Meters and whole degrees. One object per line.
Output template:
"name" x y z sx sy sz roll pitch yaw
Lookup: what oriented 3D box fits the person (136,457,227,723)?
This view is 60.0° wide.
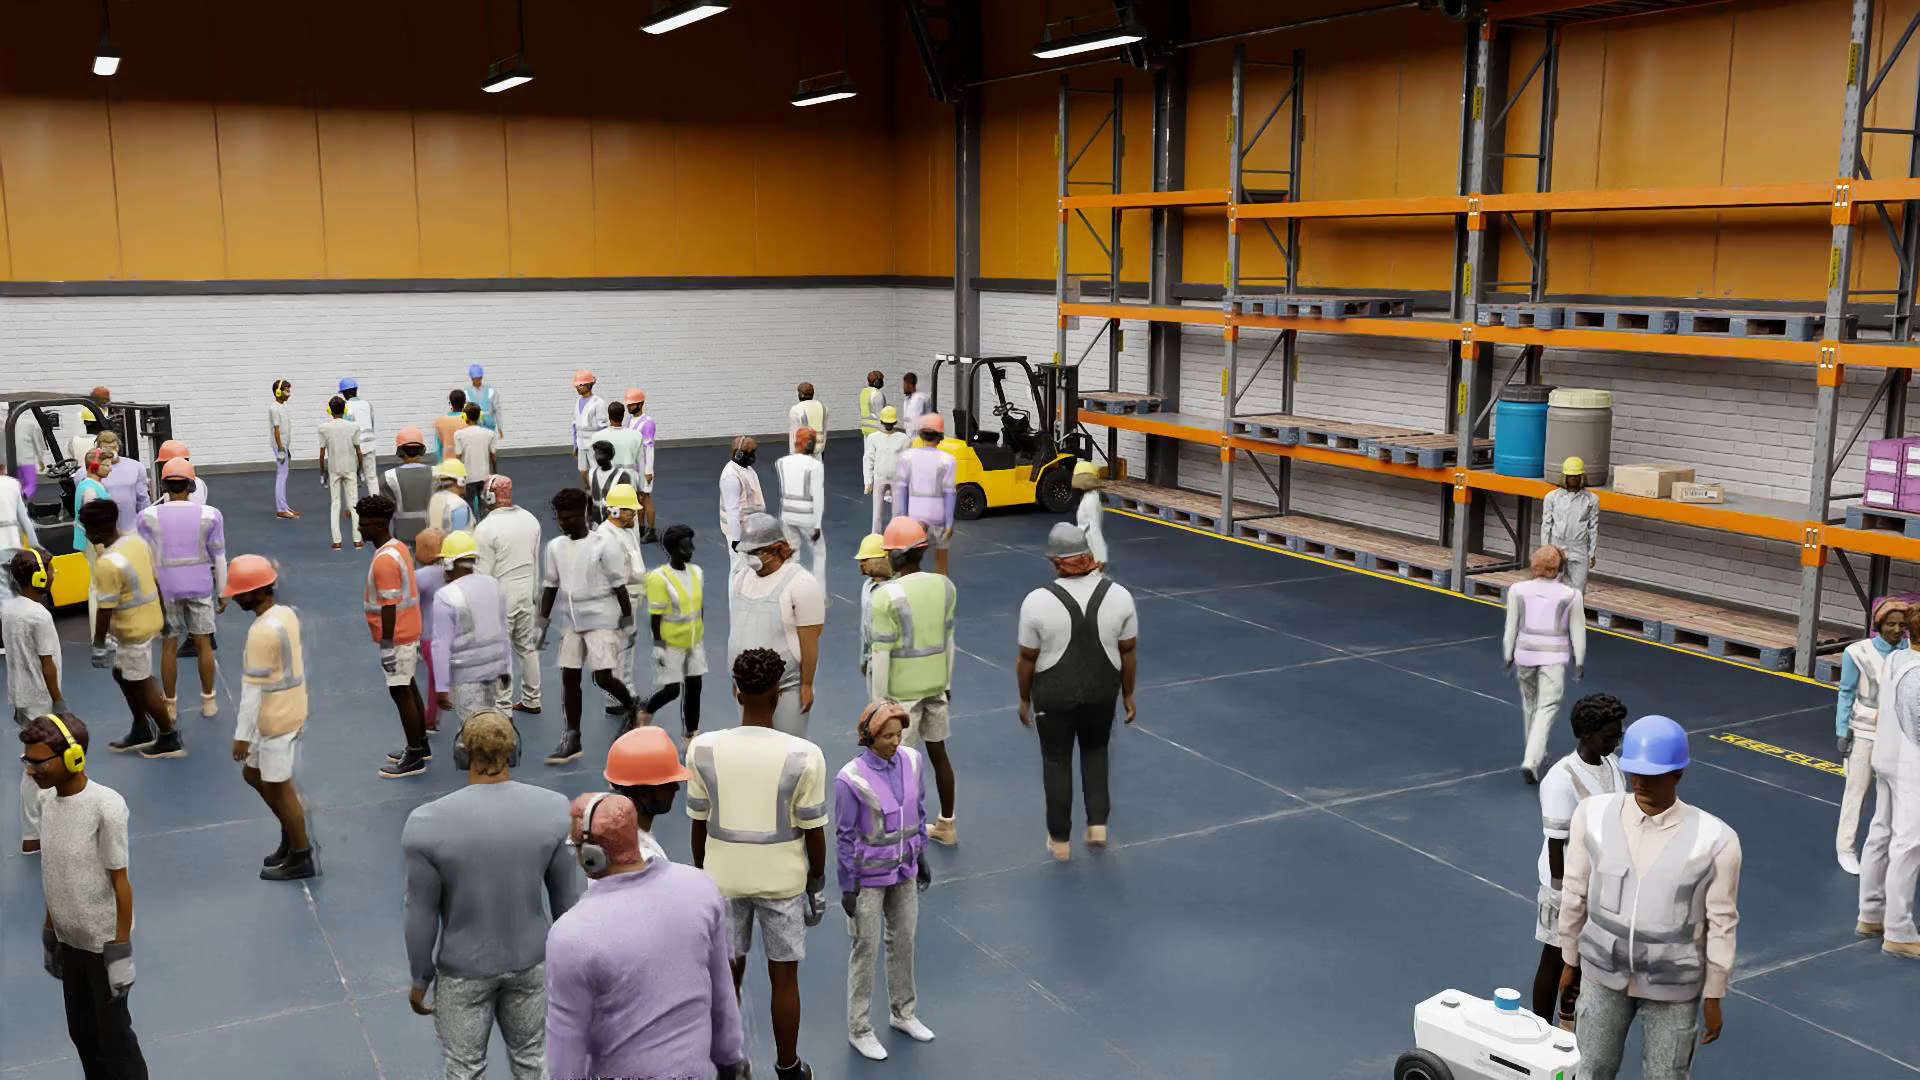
"person" -5.934 0.380 12.730 0.613 2.028 0.409 -5 11 -27

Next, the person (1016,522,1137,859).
"person" 0.671 0.872 9.843 0.713 2.000 0.538 -2 10 -10

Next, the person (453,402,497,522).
"person" -5.650 -0.686 19.365 0.582 1.851 0.521 -7 12 -37

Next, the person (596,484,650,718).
"person" -2.615 0.468 12.819 0.403 1.818 0.601 1 10 4

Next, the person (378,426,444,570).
"person" -4.890 -0.009 14.954 0.603 2.035 0.404 -4 11 -23

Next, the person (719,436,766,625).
"person" -2.080 -0.086 15.970 0.429 1.833 0.637 1 10 7

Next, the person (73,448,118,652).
"person" -7.743 0.087 14.941 0.392 1.836 0.570 -5 11 -26

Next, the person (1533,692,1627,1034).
"person" 2.725 1.488 7.295 0.532 1.693 0.319 -9 13 -41

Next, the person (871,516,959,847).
"person" -0.295 0.869 9.927 0.620 2.030 0.443 -9 13 -42

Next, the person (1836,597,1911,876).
"person" 5.298 1.127 9.561 0.527 1.627 0.313 1 10 4

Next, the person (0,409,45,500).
"person" -12.366 -1.059 21.847 0.564 1.732 0.721 0 10 -1

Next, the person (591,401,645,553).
"person" -3.815 -0.591 18.616 0.598 1.917 0.375 -4 11 -24

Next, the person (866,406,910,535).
"person" -0.854 -0.720 19.814 0.522 1.764 0.318 -1 10 -7

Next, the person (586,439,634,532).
"person" -3.574 -0.198 17.027 0.573 1.692 0.323 4 11 21

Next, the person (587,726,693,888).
"person" -1.119 1.604 5.923 0.376 1.935 0.550 -6 11 -29

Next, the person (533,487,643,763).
"person" -2.629 0.586 11.775 0.664 1.942 0.813 6 11 29

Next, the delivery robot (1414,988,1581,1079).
"delivery robot" 2.240 2.089 6.840 0.477 0.478 0.707 -9 13 -40

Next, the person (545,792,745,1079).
"person" -1.036 1.727 5.394 0.421 1.877 0.661 8 13 38

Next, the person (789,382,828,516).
"person" -2.064 -1.202 22.356 0.429 1.844 0.626 9 13 43

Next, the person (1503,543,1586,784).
"person" 3.969 0.828 11.355 0.529 1.607 0.821 7 12 35

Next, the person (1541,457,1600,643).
"person" 5.523 0.109 15.088 0.493 1.743 0.295 2 10 13

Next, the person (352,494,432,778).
"person" -3.903 0.646 11.421 0.398 1.953 0.618 -2 10 -12

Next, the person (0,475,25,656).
"person" -8.588 0.071 14.782 0.386 1.926 0.591 3 10 19

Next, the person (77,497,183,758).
"person" -5.821 0.625 11.618 0.615 1.911 0.695 -2 10 -9

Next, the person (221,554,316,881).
"person" -3.920 1.015 9.418 0.475 1.906 0.539 -2 10 -12

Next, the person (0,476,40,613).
"person" -8.559 0.109 14.713 0.735 1.870 0.679 6 11 30

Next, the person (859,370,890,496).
"person" -1.237 -1.573 24.490 0.429 1.845 0.621 -6 11 -30

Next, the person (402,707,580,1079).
"person" -1.716 1.570 6.158 0.639 1.928 0.374 -5 11 -28

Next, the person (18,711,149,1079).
"person" -3.372 1.563 6.412 0.527 1.857 0.343 6 11 29

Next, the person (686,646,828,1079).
"person" -0.843 1.413 6.987 0.599 1.958 0.379 1 10 6

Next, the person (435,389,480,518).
"person" -6.116 -0.895 20.401 0.629 1.903 0.463 2 10 12

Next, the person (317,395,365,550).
"person" -7.444 -0.808 20.045 0.509 1.860 0.334 -3 10 -19

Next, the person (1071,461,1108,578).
"person" 1.196 0.162 14.913 0.404 1.698 0.670 0 10 -1

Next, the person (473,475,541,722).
"person" -3.484 0.445 12.724 0.398 1.899 0.649 5 11 27

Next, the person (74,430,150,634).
"person" -7.947 -0.079 15.661 0.635 1.927 0.377 -9 13 -43

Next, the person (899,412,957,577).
"person" -0.344 -0.246 16.392 0.621 2.015 0.946 3 10 19

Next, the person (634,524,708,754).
"person" -2.025 0.709 11.784 0.543 1.685 0.545 7 12 36

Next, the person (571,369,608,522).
"person" -4.938 -1.248 22.048 0.615 2.038 0.396 8 13 39

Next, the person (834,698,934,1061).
"person" -0.351 1.497 7.426 0.313 1.631 0.524 9 14 43

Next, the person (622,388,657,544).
"person" -3.954 -0.911 20.441 0.388 1.928 0.549 -8 13 -39

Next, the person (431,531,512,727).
"person" -3.143 0.851 10.679 0.501 1.810 0.630 5 11 25

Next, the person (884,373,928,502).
"person" -0.695 -1.441 23.711 0.898 1.849 0.578 -6 12 -33

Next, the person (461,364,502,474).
"person" -7.212 -1.701 25.017 0.608 1.924 0.852 -4 11 -22

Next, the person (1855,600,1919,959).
"person" 4.855 1.202 8.504 0.346 1.845 0.505 0 10 2

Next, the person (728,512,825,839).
"person" -1.172 0.819 10.150 0.687 2.000 0.536 7 12 35

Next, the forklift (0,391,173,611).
"forklift" -9.026 -0.363 16.508 1.214 2.155 2.313 6 11 29

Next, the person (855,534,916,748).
"person" -0.517 0.812 11.075 0.350 1.731 0.485 -6 12 -31

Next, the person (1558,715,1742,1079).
"person" 2.481 1.576 6.056 0.605 1.949 0.402 7 12 36

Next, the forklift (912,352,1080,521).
"forklift" 0.460 -1.461 22.833 2.313 2.155 1.214 -5 11 -28

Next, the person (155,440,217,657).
"person" -6.887 0.075 14.759 0.387 1.930 0.544 1 10 4

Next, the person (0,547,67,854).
"person" -5.423 0.970 9.817 0.513 1.860 0.325 8 12 37

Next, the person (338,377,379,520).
"person" -8.059 -1.217 22.242 0.502 1.917 0.621 6 12 31

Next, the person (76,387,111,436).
"person" -10.947 -1.032 21.340 0.793 1.850 0.596 9 13 41

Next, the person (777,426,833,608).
"person" -1.523 -0.208 16.578 0.566 1.855 0.729 5 11 28

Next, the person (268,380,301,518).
"person" -9.118 -1.224 22.421 0.329 1.865 0.512 -3 10 -15
